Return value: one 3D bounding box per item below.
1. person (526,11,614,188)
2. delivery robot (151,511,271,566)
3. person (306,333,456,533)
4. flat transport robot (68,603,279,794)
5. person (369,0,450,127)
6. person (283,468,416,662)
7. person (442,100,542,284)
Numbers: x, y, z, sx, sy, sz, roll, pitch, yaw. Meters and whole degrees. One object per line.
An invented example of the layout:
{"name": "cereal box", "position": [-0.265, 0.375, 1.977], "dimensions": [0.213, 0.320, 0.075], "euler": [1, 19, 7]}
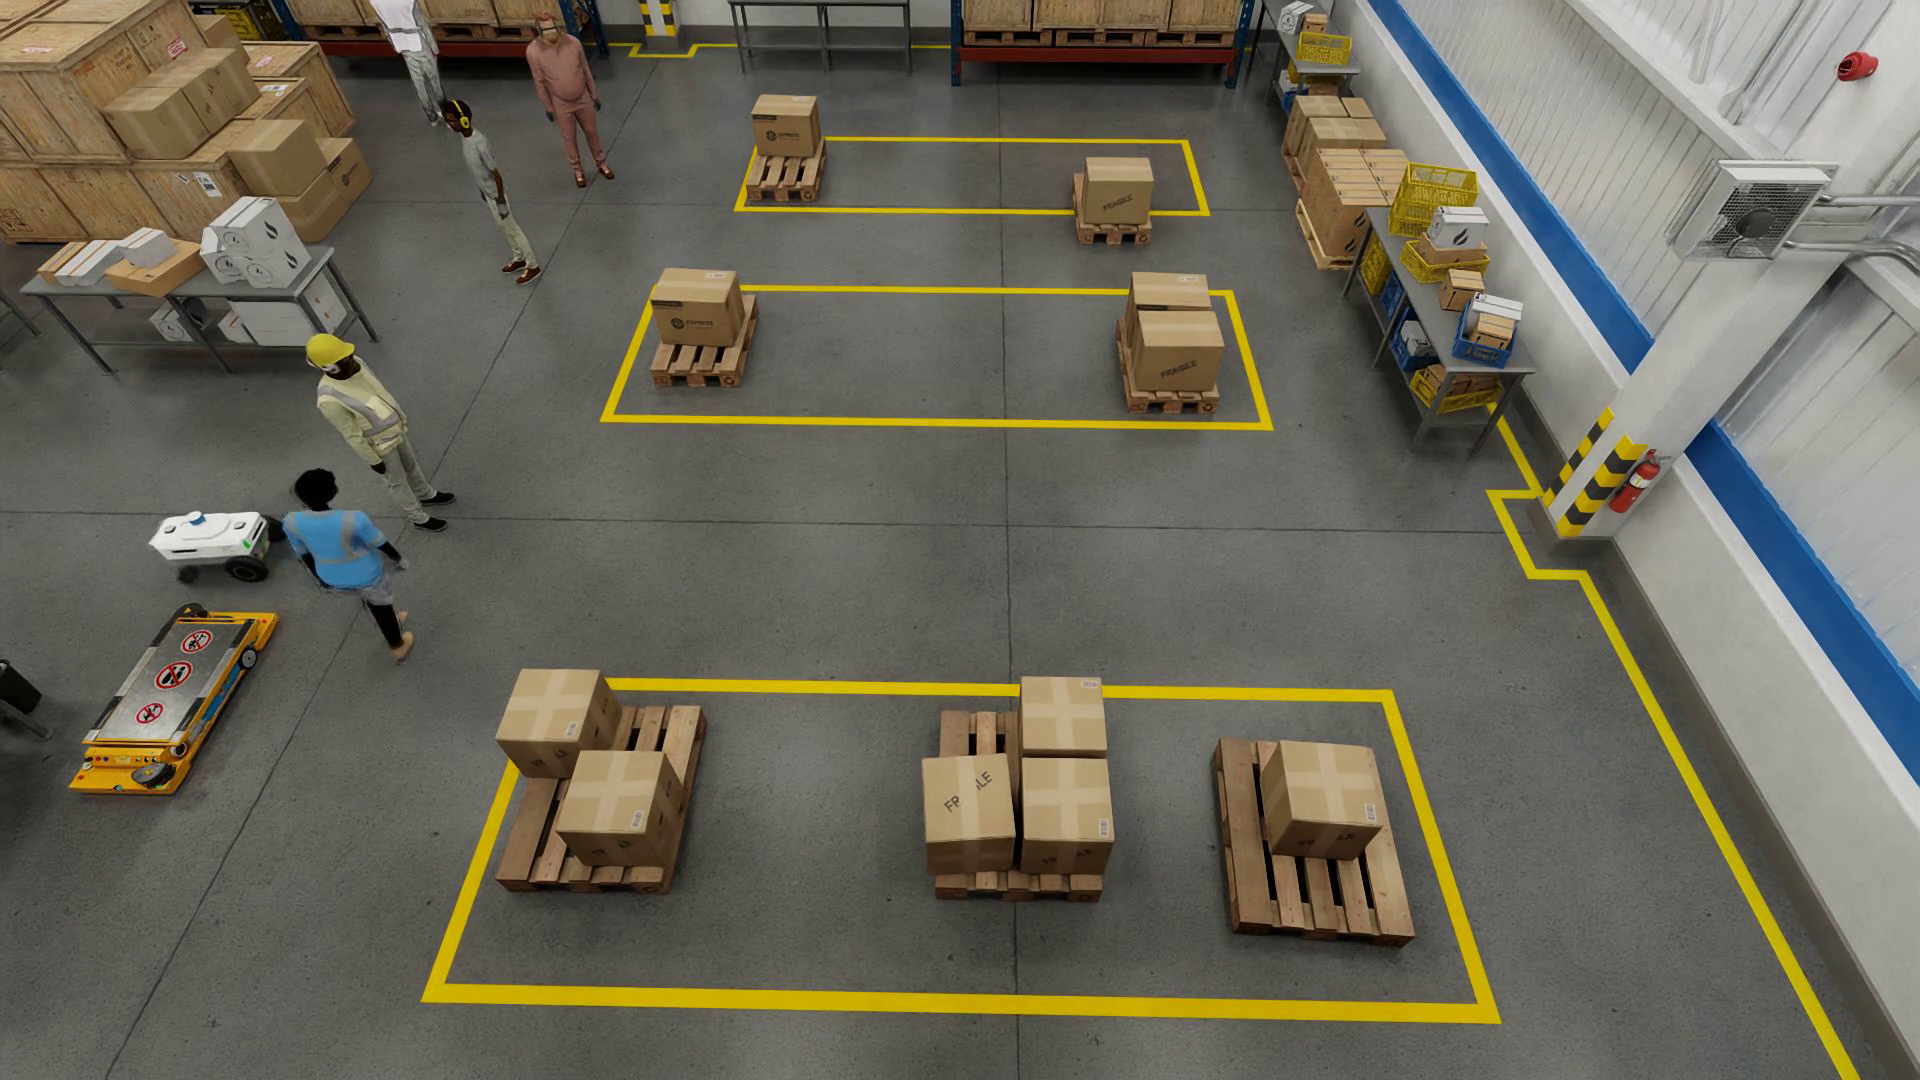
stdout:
{"name": "person", "position": [-4.484, -5.064, 10.570], "dimensions": [0.652, 1.906, 0.402], "euler": [-27, 55, -21]}
{"name": "delivery robot", "position": [-5.812, -0.029, 7.130], "dimensions": [0.707, 0.478, 0.477], "euler": [-4, 50, -3]}
{"name": "person", "position": [-4.420, -0.809, 7.014], "dimensions": [0.404, 1.836, 0.599], "euler": [-5, 50, -4]}
{"name": "flat transport robot", "position": [-5.504, 1.072, 6.442], "dimensions": [0.652, 0.197, 1.431], "euler": [1, 50, 1]}
{"name": "person", "position": [-6.853, -6.190, 11.526], "dimensions": [0.595, 1.908, 0.412], "euler": [2, 50, 2]}
{"name": "person", "position": [-4.105, 0.190, 6.277], "dimensions": [0.546, 1.657, 0.521], "euler": [1, 50, 1]}
{"name": "person", "position": [-4.739, -3.497, 9.269], "dimensions": [0.328, 1.870, 0.513], "euler": [-37, 59, -27]}
